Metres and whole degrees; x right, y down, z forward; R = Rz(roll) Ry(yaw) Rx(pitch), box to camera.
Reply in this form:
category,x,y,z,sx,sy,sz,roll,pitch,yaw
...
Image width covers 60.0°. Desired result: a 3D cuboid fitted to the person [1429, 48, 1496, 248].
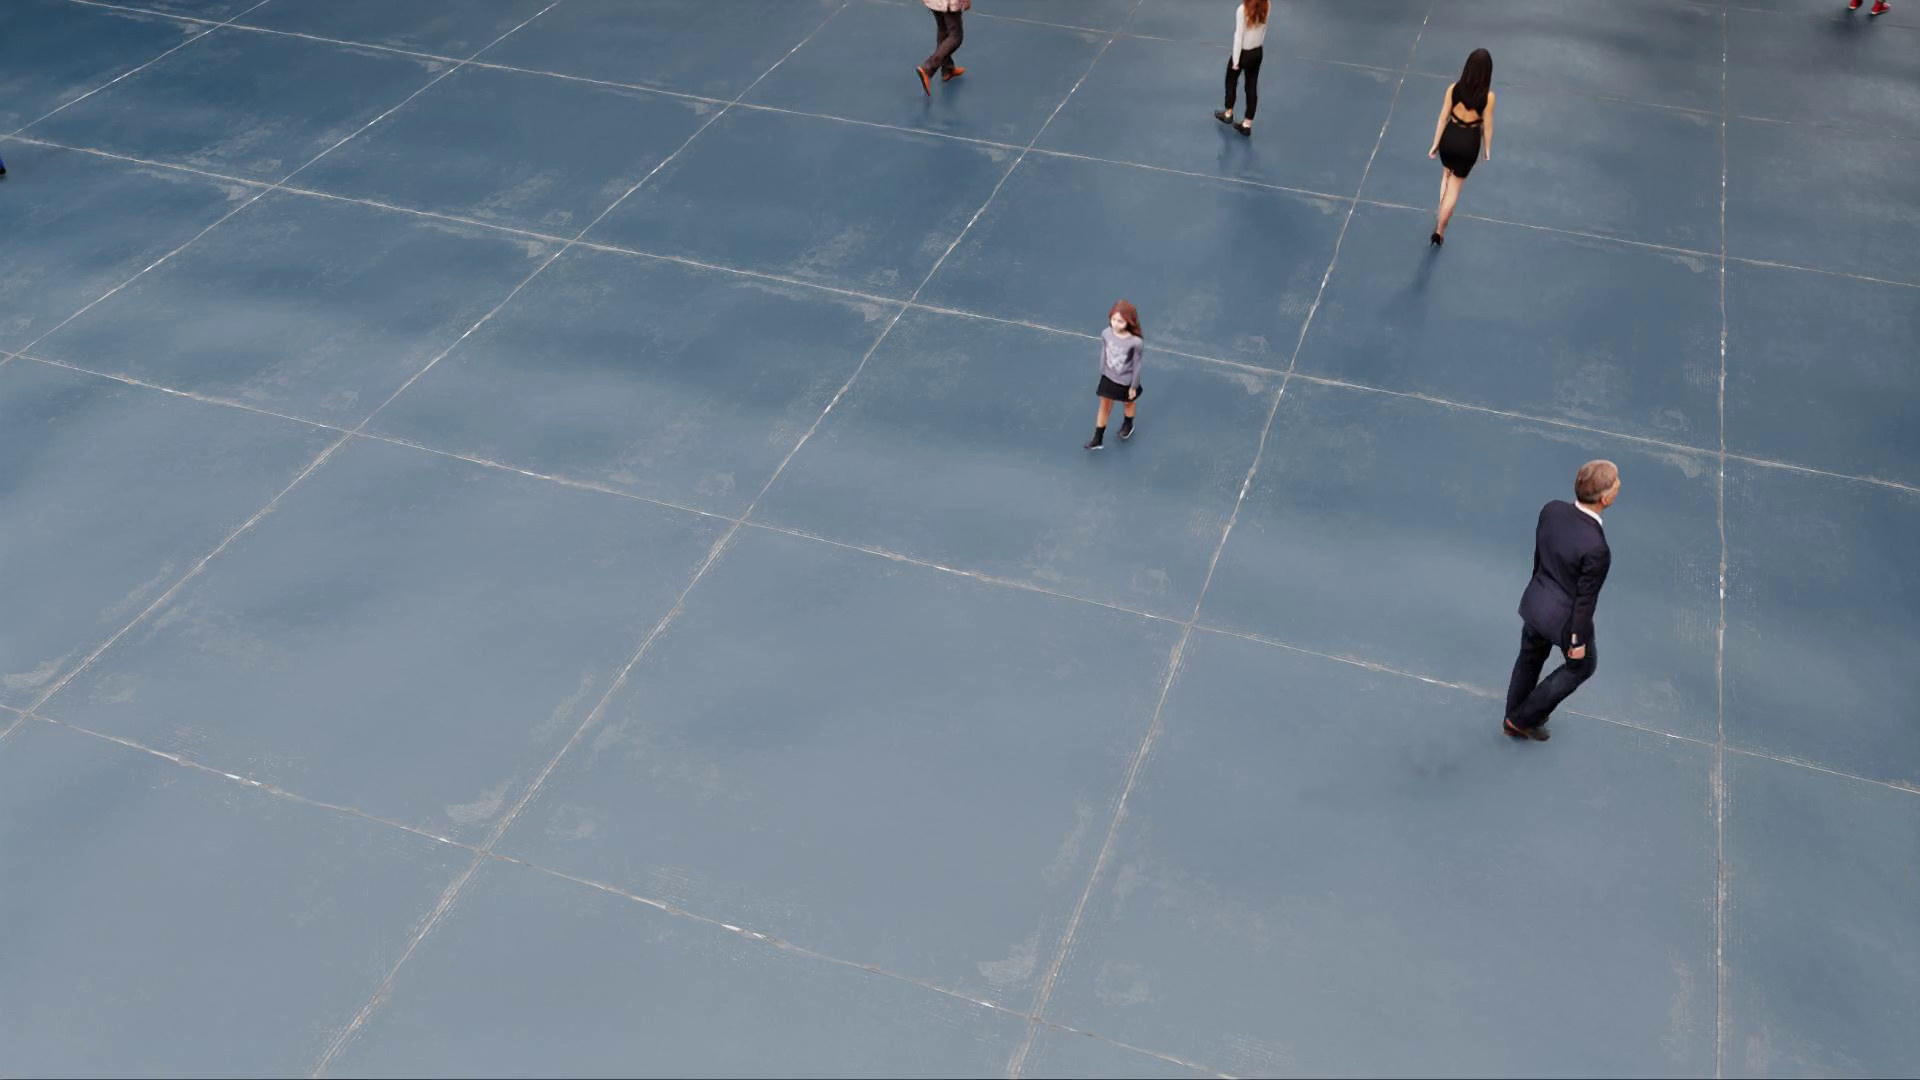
category,x,y,z,sx,sy,sz,roll,pitch,yaw
person,3.952,-3.071,13.260,0.677,1.633,0.755,22,43,25

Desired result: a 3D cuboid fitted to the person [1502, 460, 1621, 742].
category,x,y,z,sx,sy,sz,roll,pitch,yaw
person,3.080,0.364,8.726,0.886,1.808,0.797,-10,39,-13

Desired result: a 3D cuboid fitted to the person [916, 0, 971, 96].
category,x,y,z,sx,sy,sz,roll,pitch,yaw
person,-0.189,-5.143,15.782,1.125,1.787,0.964,-30,47,-33

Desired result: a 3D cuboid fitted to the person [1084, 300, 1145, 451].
category,x,y,z,sx,sy,sz,roll,pitch,yaw
person,1.118,-1.143,11.241,0.581,1.082,0.765,21,43,25

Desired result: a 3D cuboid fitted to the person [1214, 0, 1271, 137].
category,x,y,z,sx,sy,sz,roll,pitch,yaw
person,2.651,-4.372,15.057,0.784,1.466,0.838,-17,41,-21
